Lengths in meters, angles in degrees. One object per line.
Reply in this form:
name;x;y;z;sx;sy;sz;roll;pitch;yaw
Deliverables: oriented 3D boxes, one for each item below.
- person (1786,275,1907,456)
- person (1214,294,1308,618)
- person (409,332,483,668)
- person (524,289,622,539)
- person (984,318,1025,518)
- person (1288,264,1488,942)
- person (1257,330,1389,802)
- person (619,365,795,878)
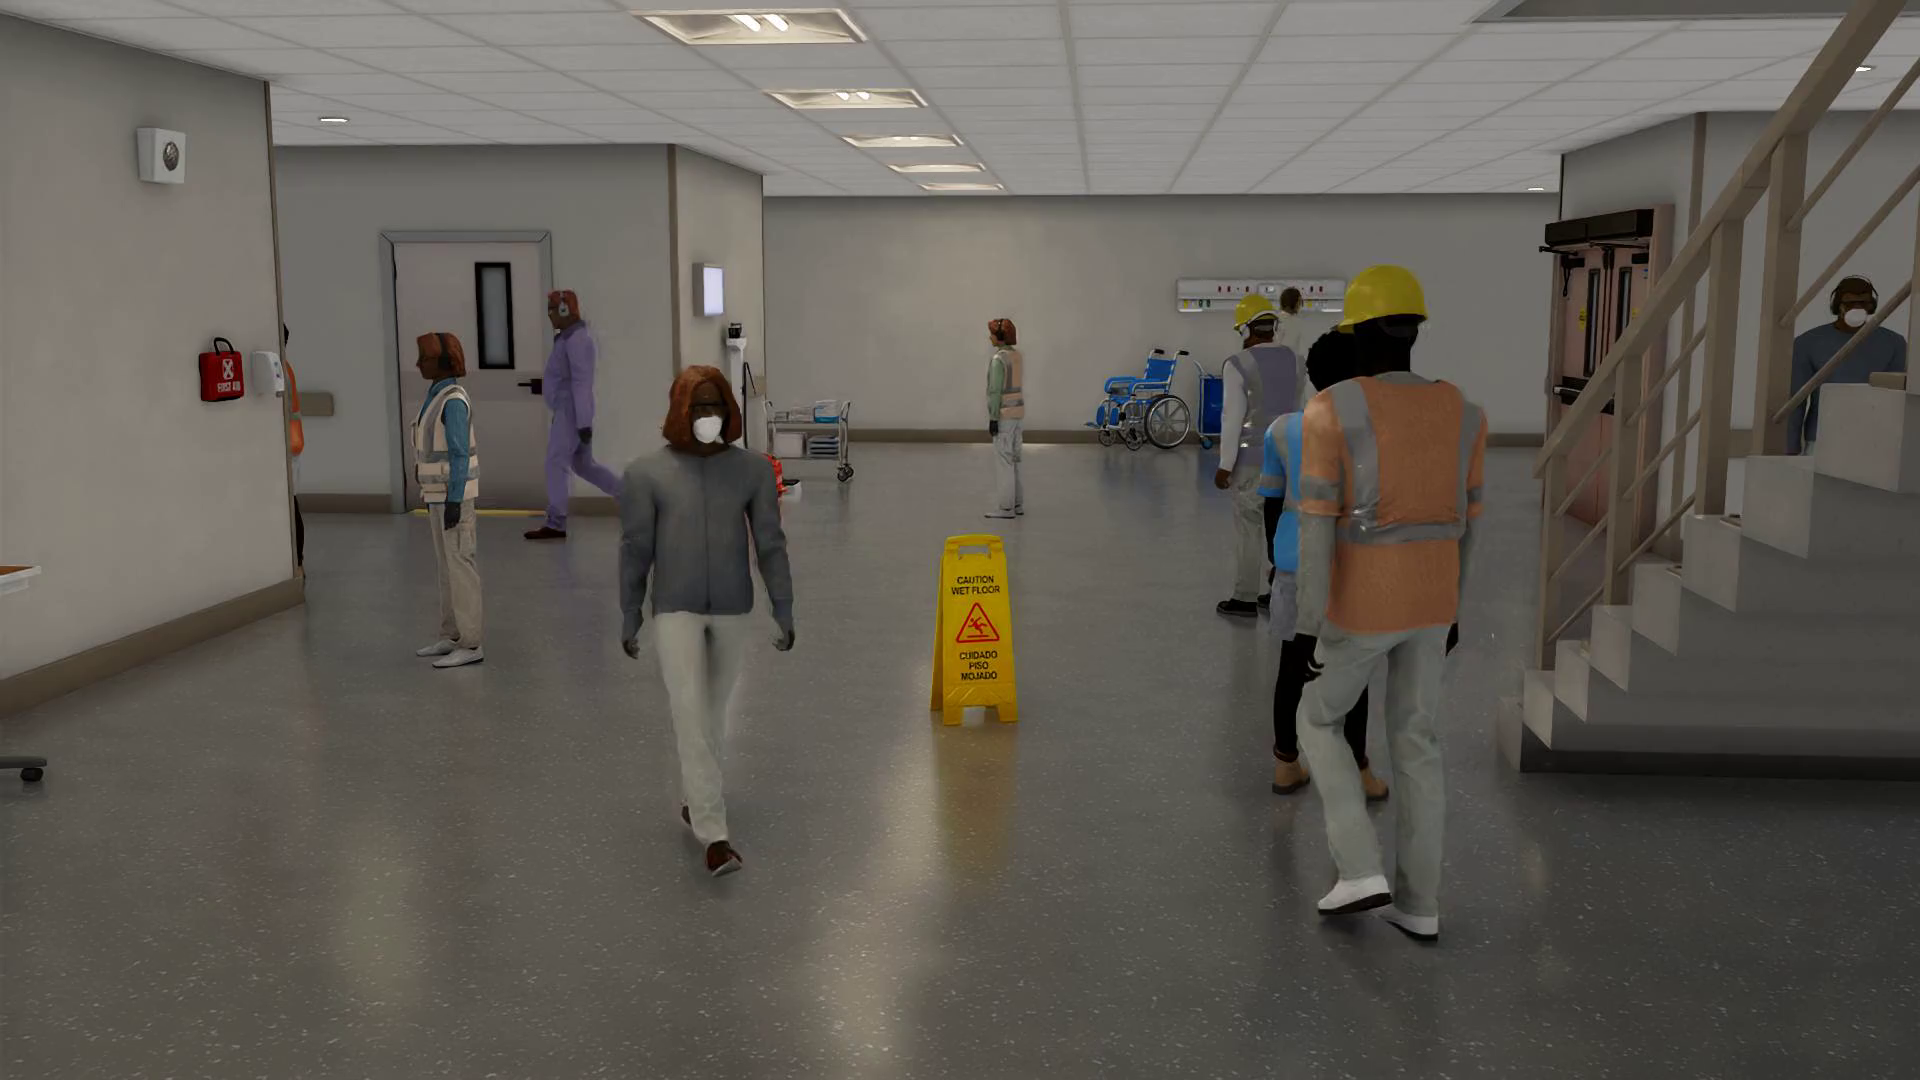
person;5.053;-0.540;9.532;0.634;1.930;0.384;2;9;15
person;1.682;-0.471;9.413;0.587;1.822;0.404;-5;10;-31
person;-2.518;-0.199;8.178;0.308;1.640;0.511;-5;10;-30
person;-2.836;-0.948;12.506;0.836;1.869;0.638;-2;9;-12
person;0.370;-0.990;13.592;0.315;1.629;0.508;4;9;24
person;1.191;0.181;4.710;0.661;1.899;0.503;-3;9;-21
person;1.325;0.096;5.962;0.538;1.698;0.320;6;11;37
person;-0.782;0.247;5.274;0.524;1.582;0.839;-4;9;-26
